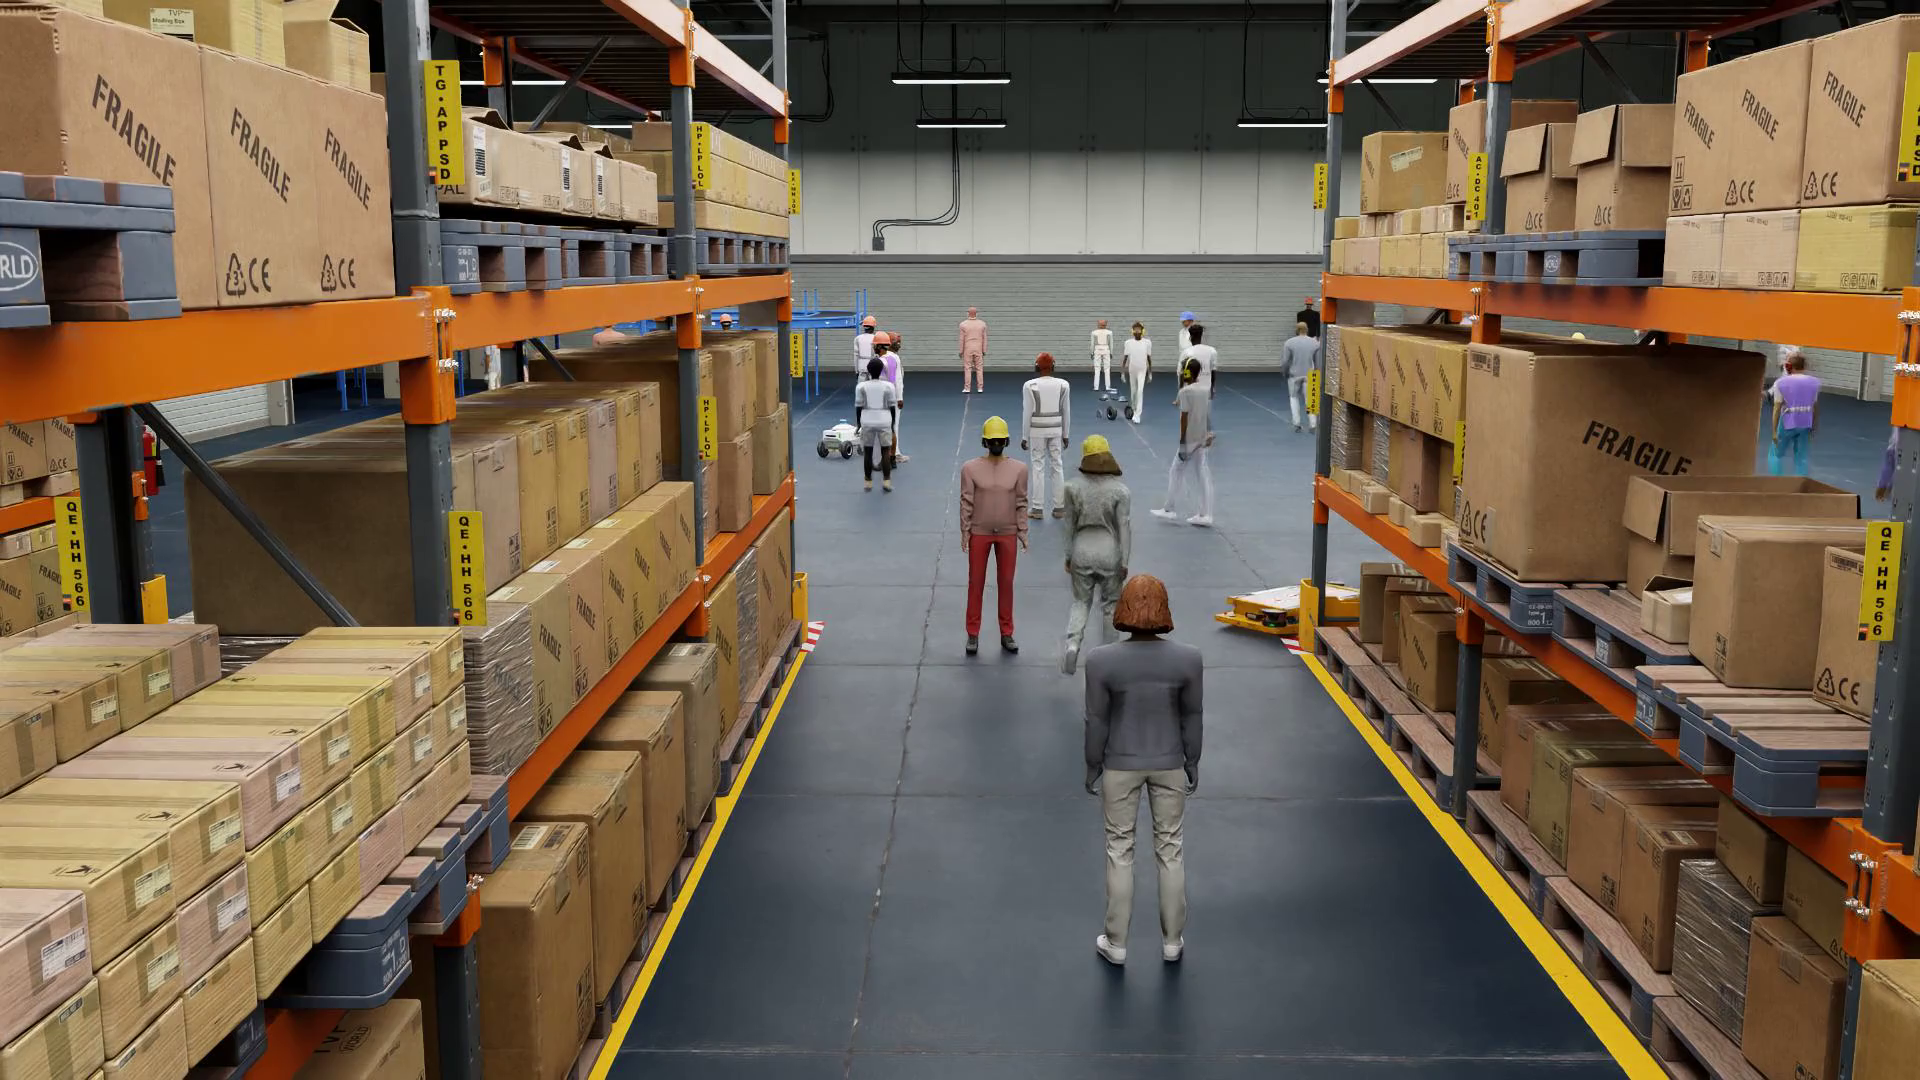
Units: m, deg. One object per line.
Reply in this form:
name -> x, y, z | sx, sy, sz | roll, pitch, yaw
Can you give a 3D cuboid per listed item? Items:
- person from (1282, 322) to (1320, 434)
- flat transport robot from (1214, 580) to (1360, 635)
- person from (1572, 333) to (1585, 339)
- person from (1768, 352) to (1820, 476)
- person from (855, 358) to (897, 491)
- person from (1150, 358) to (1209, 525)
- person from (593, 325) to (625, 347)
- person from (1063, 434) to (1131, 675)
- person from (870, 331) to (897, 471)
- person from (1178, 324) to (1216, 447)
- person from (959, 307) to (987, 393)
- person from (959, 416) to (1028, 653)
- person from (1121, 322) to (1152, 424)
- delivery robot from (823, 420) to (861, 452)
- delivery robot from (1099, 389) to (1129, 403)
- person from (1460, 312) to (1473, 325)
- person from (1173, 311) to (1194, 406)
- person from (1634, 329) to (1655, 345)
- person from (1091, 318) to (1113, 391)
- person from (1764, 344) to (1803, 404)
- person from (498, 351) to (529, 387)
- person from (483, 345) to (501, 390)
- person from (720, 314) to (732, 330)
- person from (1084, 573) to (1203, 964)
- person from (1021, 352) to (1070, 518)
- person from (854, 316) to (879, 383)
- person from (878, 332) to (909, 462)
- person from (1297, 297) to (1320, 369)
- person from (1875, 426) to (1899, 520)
person -> 5.843, -2.780, 28.464 | 0.655, 1.887, 0.598 | 0, 9, -2
flat transport robot -> 2.807, 0.539, 13.536 | 1.431, 0.197, 0.652 | -7, 12, -37
person -> 9.975, -2.467, 26.947 | 0.313, 1.769, 0.525 | 9, 13, 43
person -> 9.998, -1.332, 19.981 | 0.590, 1.825, 0.536 | 0, 9, -1
person -> -1.070, -1.477, 21.227 | 0.537, 1.697, 0.317 | 0, 9, 0
person -> 2.490, -1.108, 18.571 | 0.562, 1.836, 0.847 | -9, 13, -42
person -> -6.347, -3.121, 30.174 | 0.623, 1.992, 0.396 | -3, 10, -18
person -> 0.938, 0.132, 11.508 | 0.503, 1.716, 0.504 | 3, 10, 16
person -> -1.083, -1.949, 23.327 | 0.376, 1.939, 0.547 | 4, 10, 21
person -> 3.679, -2.371, 25.785 | 0.640, 1.954, 0.454 | -4, 10, -21
person -> 0.276, -4.225, 37.056 | 0.639, 1.908, 0.409 | -2, 10, -13
person -> 0.256, -0.043, 12.424 | 0.522, 1.769, 0.318 | -1, 10, -8
person -> 3.235, -3.070, 30.386 | 0.541, 1.832, 0.956 | 2, 10, 12
delivery robot -> -1.754, -1.568, 25.024 | 0.477, 0.478, 0.707 | 5, 11, 28
delivery robot -> 2.879, -2.708, 31.080 | 0.335, 0.223, 0.698 | -5, 11, -29
person -> 11.809, -4.472, 38.561 | 0.662, 1.891, 0.642 | 6, 11, 34
person -> 4.715, -3.718, 33.965 | 0.781, 1.928, 0.611 | -7, 12, -36
person -> 11.417, -2.747, 27.925 | 0.537, 2.000, 0.698 | 1, 10, 7
person -> 3.217, -4.203, 37.715 | 0.513, 1.641, 0.309 | 0, 9, 2
person -> 16.738, -3.612, 33.679 | 0.740, 1.806, 0.598 | 2, 10, 10
person -> -5.715, -1.629, 21.516 | 0.793, 1.907, 0.595 | 5, 11, 26
person -> -8.386, -2.991, 29.818 | 0.312, 1.862, 0.515 | 1, 10, 9
person -> -4.434, -3.343, 31.706 | 0.542, 1.929, 0.368 | -4, 10, -23
person -> 0.756, 0.947, 6.888 | 0.498, 1.633, 0.285 | -1, 10, -4
person -> 0.978, -1.199, 18.991 | 0.585, 1.882, 0.337 | -3, 10, -19
person -> -1.643, -3.090, 30.163 | 0.553, 1.935, 0.362 | 4, 10, 23
person -> -0.997, -2.097, 24.366 | 0.355, 1.887, 0.574 | -6, 11, -30
person -> 9.095, -5.334, 43.434 | 0.622, 1.992, 0.388 | 2, 10, 14
person -> 8.082, -0.474, 14.326 | 0.930, 1.987, 0.685 | 1, 10, 7
